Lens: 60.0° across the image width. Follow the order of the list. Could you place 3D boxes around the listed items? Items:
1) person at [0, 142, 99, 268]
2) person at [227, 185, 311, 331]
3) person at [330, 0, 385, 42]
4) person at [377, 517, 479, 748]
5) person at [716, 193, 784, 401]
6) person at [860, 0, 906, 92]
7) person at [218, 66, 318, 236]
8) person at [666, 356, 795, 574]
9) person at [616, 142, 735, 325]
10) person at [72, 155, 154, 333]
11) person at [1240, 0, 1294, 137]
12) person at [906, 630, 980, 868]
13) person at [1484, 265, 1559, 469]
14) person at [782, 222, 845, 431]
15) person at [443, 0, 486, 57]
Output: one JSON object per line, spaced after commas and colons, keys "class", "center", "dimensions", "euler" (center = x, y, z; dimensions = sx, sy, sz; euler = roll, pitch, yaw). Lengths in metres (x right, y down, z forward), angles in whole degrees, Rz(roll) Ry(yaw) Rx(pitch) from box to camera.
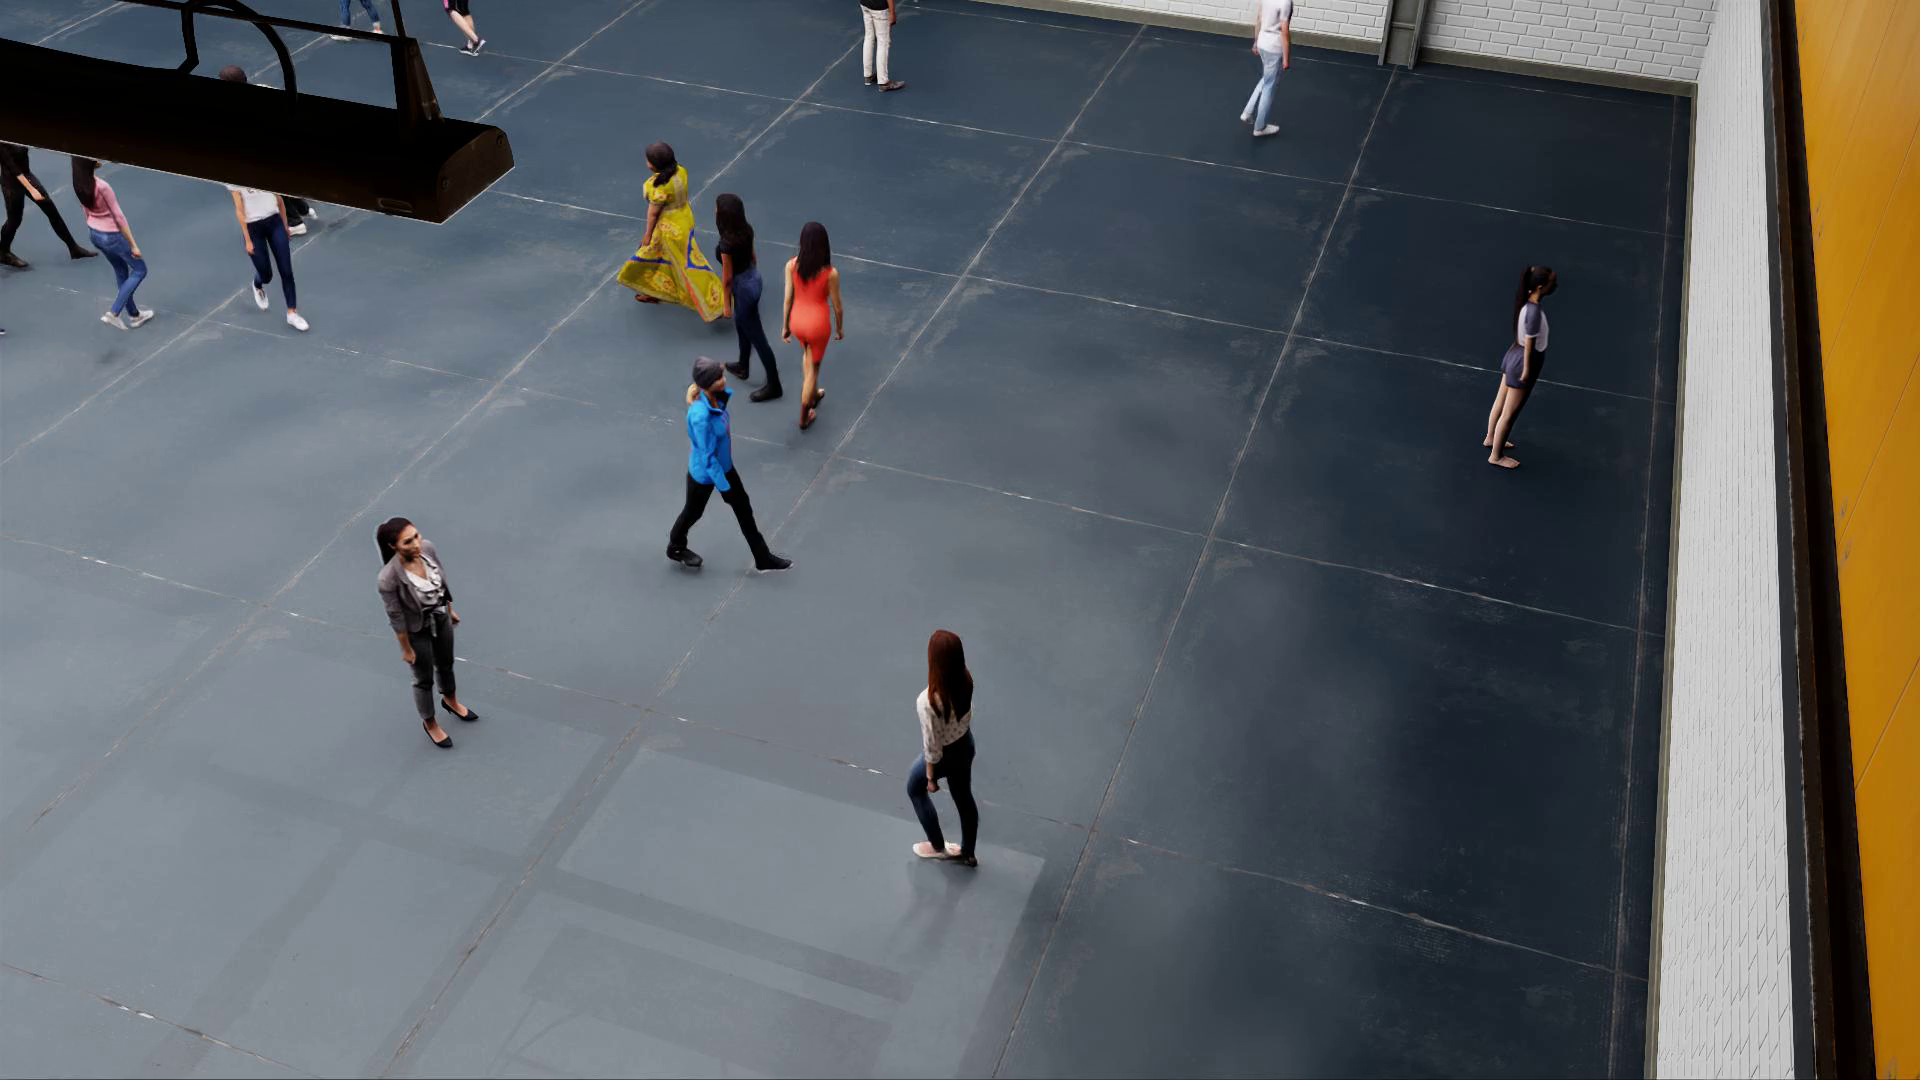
{"class": "person", "center": [-8.441, -3.131, 14.770], "dimensions": [1.121, 1.603, 0.830], "euler": [-3, 39, -3]}
{"class": "person", "center": [-5.885, -2.595, 13.974], "dimensions": [0.954, 1.758, 0.799], "euler": [31, 48, 32]}
{"class": "person", "center": [-6.879, -6.423, 19.006], "dimensions": [0.881, 1.461, 0.673], "euler": [5, 39, 6]}
{"class": "person", "center": [-3.255, 0.534, 10.122], "dimensions": [0.593, 1.677, 0.635], "euler": [16, 41, 19]}
{"class": "person", "center": [-1.646, -1.895, 13.139], "dimensions": [0.818, 1.707, 0.555], "euler": [9, 40, 11]}
{"class": "person", "center": [-0.896, -5.755, 17.894], "dimensions": [0.821, 1.805, 0.704], "euler": [-28, 46, -30]}
{"class": "person", "center": [-6.333, -3.575, 15.281], "dimensions": [0.704, 1.659, 0.751], "euler": [15, 41, 18]}
{"class": "person", "center": [-1.780, -0.450, 11.298], "dimensions": [1.156, 1.748, 0.664], "euler": [10, 40, 13]}
{"class": "person", "center": [-2.329, -2.556, 14.052], "dimensions": [1.402, 1.600, 0.792], "euler": [11, 40, 13]}
{"class": "person", "center": [-7.132, -2.486, 13.859], "dimensions": [0.746, 1.733, 0.757], "euler": [17, 42, 20]}
{"class": "person", "center": [3.086, -4.971, 16.882], "dimensions": [0.884, 1.843, 0.830], "euler": [-15, 41, -17]}
{"class": "person", "center": [0.003, 1.218, 9.236], "dimensions": [0.729, 1.714, 0.683], "euler": [29, 47, 31]}
{"class": "person", "center": [4.187, -1.318, 12.463], "dimensions": [0.587, 1.650, 0.637], "euler": [5, 39, 6]}
{"class": "person", "center": [-1.164, -1.573, 12.752], "dimensions": [0.695, 1.689, 0.673], "euler": [9, 40, 11]}
{"class": "person", "center": [-5.541, -6.212, 18.494], "dimensions": [0.807, 1.770, 0.730], "euler": [23, 44, 26]}
